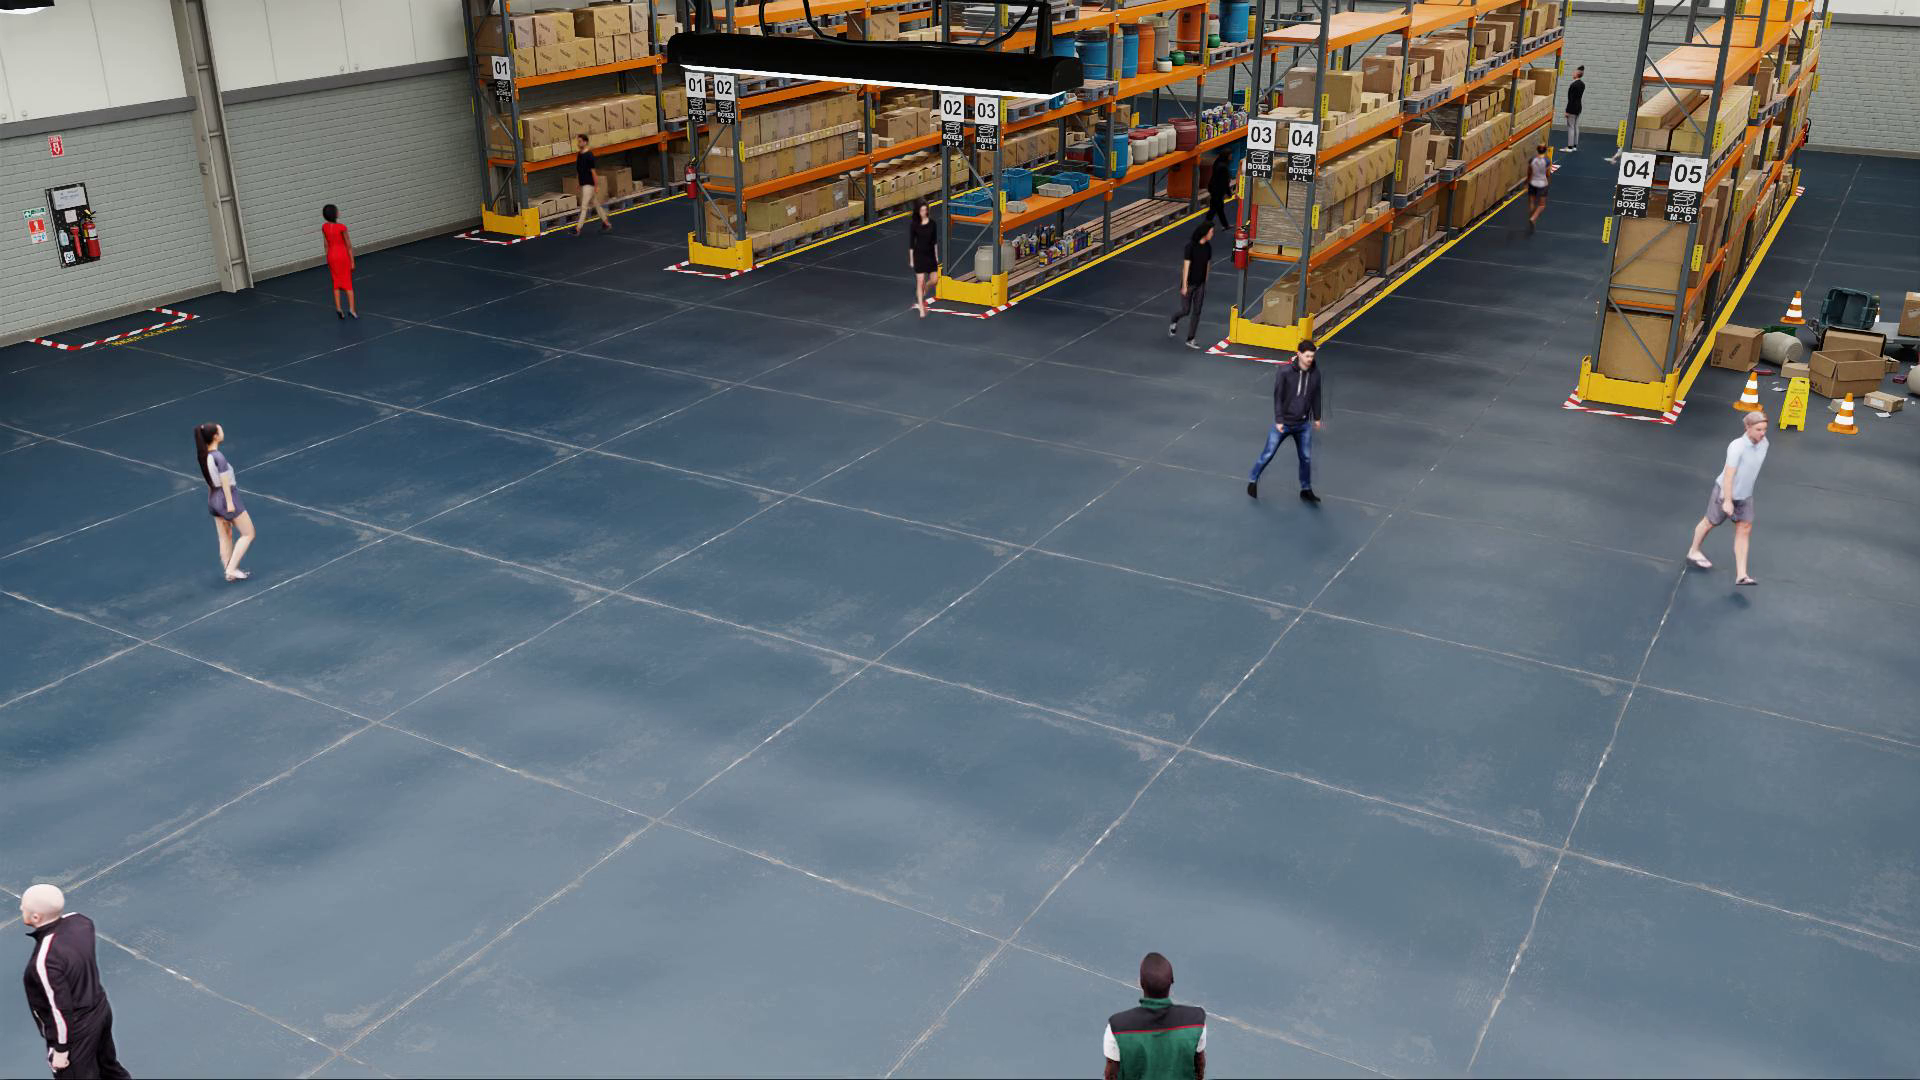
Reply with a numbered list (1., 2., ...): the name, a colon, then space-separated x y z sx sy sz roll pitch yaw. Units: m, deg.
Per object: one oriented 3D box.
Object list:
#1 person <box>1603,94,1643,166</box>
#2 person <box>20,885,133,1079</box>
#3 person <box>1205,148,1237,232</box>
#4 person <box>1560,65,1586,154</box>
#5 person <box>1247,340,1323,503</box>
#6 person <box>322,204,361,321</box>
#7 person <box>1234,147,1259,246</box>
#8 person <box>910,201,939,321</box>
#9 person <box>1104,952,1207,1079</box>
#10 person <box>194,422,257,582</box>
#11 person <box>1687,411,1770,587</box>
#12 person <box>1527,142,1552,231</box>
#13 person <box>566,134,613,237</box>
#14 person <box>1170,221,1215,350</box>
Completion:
1. person: 14.845 -8.975 36.460 0.723 1.674 0.977 11 25 24
2. person: -4.732 2.636 8.950 0.834 1.836 0.733 -2 23 -6
3. person: 4.647 -6.335 30.396 1.084 1.561 1.042 -7 24 -17
4. person: 14.215 -9.978 38.465 0.826 1.949 0.629 21 31 40
5. person: 3.669 -1.305 18.183 1.060 1.861 1.092 -4 23 -9
6. person: -9.387 -4.200 25.143 0.645 1.743 0.629 3 23 7
7. person: 5.177 -6.214 29.804 0.659 1.802 0.611 17 28 34
8. person: -0.564 -4.246 25.196 0.829 1.785 0.880 -8 24 -19
9. person: 0.998 2.909 8.338 1.010 1.811 1.263 2 23 4
10. person: -7.230 -0.332 16.175 0.641 1.642 0.608 18 29 35
11. person: 7.532 -0.459 16.323 1.163 1.760 1.210 -8 24 -18
12. person: 10.697 -6.529 30.799 0.656 1.603 0.909 17 28 35
13. person: -6.722 -6.467 30.390 1.281 1.809 0.957 -18 29 -36
14. person: 3.310 -3.695 23.894 1.033 1.791 1.043 -9 25 -20
